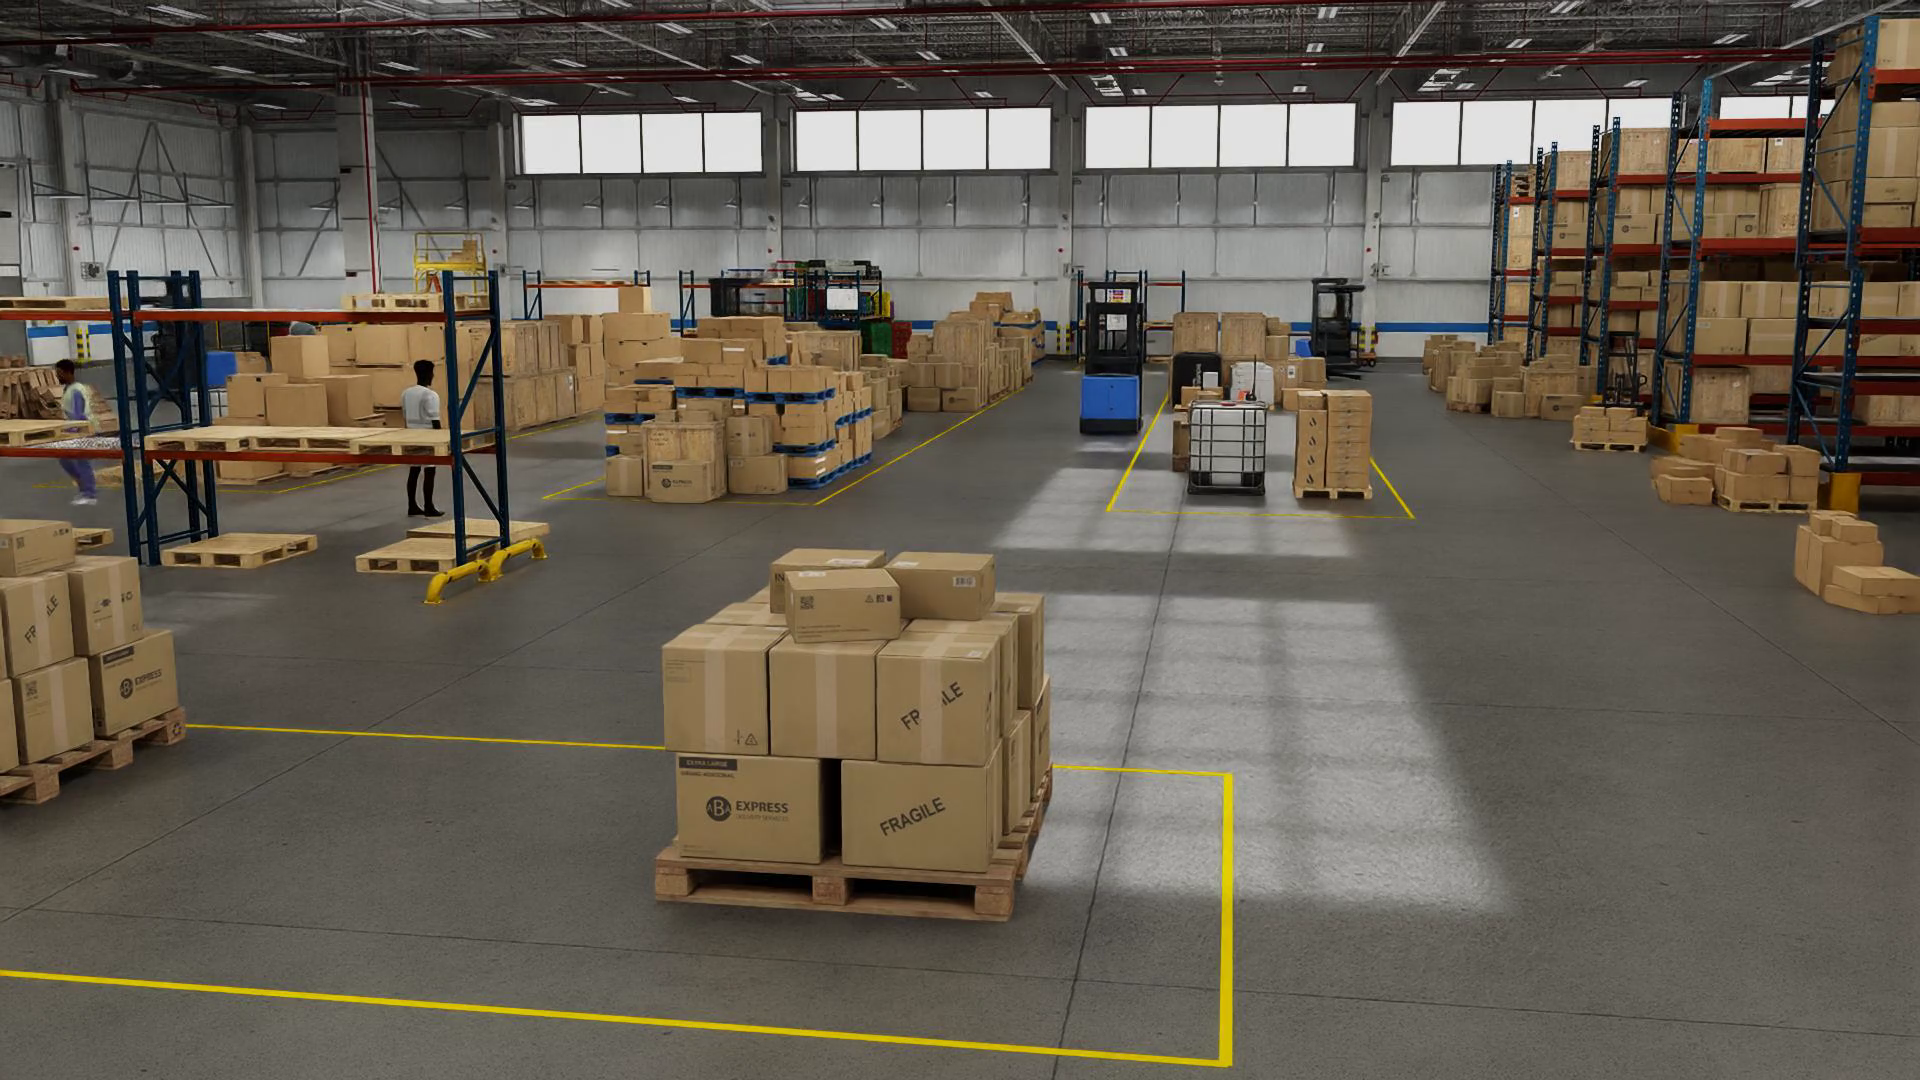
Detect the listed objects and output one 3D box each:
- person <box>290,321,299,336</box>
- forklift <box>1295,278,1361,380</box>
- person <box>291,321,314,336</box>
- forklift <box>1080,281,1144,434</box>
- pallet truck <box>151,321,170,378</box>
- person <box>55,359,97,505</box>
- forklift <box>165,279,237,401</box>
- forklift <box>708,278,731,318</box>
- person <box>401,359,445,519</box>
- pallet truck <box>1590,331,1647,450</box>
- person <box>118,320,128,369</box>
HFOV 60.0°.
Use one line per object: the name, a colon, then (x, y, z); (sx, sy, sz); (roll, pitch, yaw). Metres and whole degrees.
person: (-19.873, -5.956, 49.852); (0.383, 1.856, 0.630); (-3, 10, -18)
forklift: (10.205, -5.884, 46.201); (1.129, 2.768, 1.873); (-3, 10, -16)
person: (-17.234, -5.009, 43.704); (0.629, 1.940, 0.378); (1, 9, 5)
forklift: (2.858, -3.446, 31.164); (1.129, 2.768, 1.873); (1, 9, 9)
pallet truck: (-21.869, -5.598, 47.154); (0.823, 1.965, 1.885); (4, 10, 26)
person: (-11.430, -1.379, 21.457); (0.506, 1.896, 0.586); (-8, 12, -39)
forklift: (-18.185, -4.743, 39.164); (1.129, 2.768, 1.873); (5, 11, 30)
forklift: (-6.506, -5.721, 45.201); (1.873, 2.768, 1.129); (2, 9, 11)
person: (-6.568, -1.231, 20.366); (0.606, 1.958, 0.380); (6, 11, 32)
pallet truck: (11.253, -2.573, 28.499); (0.823, 1.965, 1.885); (5, 10, 27)
person: (-25.951, -6.093, 51.341); (0.318, 1.629, 0.509); (-1, 9, -5)
